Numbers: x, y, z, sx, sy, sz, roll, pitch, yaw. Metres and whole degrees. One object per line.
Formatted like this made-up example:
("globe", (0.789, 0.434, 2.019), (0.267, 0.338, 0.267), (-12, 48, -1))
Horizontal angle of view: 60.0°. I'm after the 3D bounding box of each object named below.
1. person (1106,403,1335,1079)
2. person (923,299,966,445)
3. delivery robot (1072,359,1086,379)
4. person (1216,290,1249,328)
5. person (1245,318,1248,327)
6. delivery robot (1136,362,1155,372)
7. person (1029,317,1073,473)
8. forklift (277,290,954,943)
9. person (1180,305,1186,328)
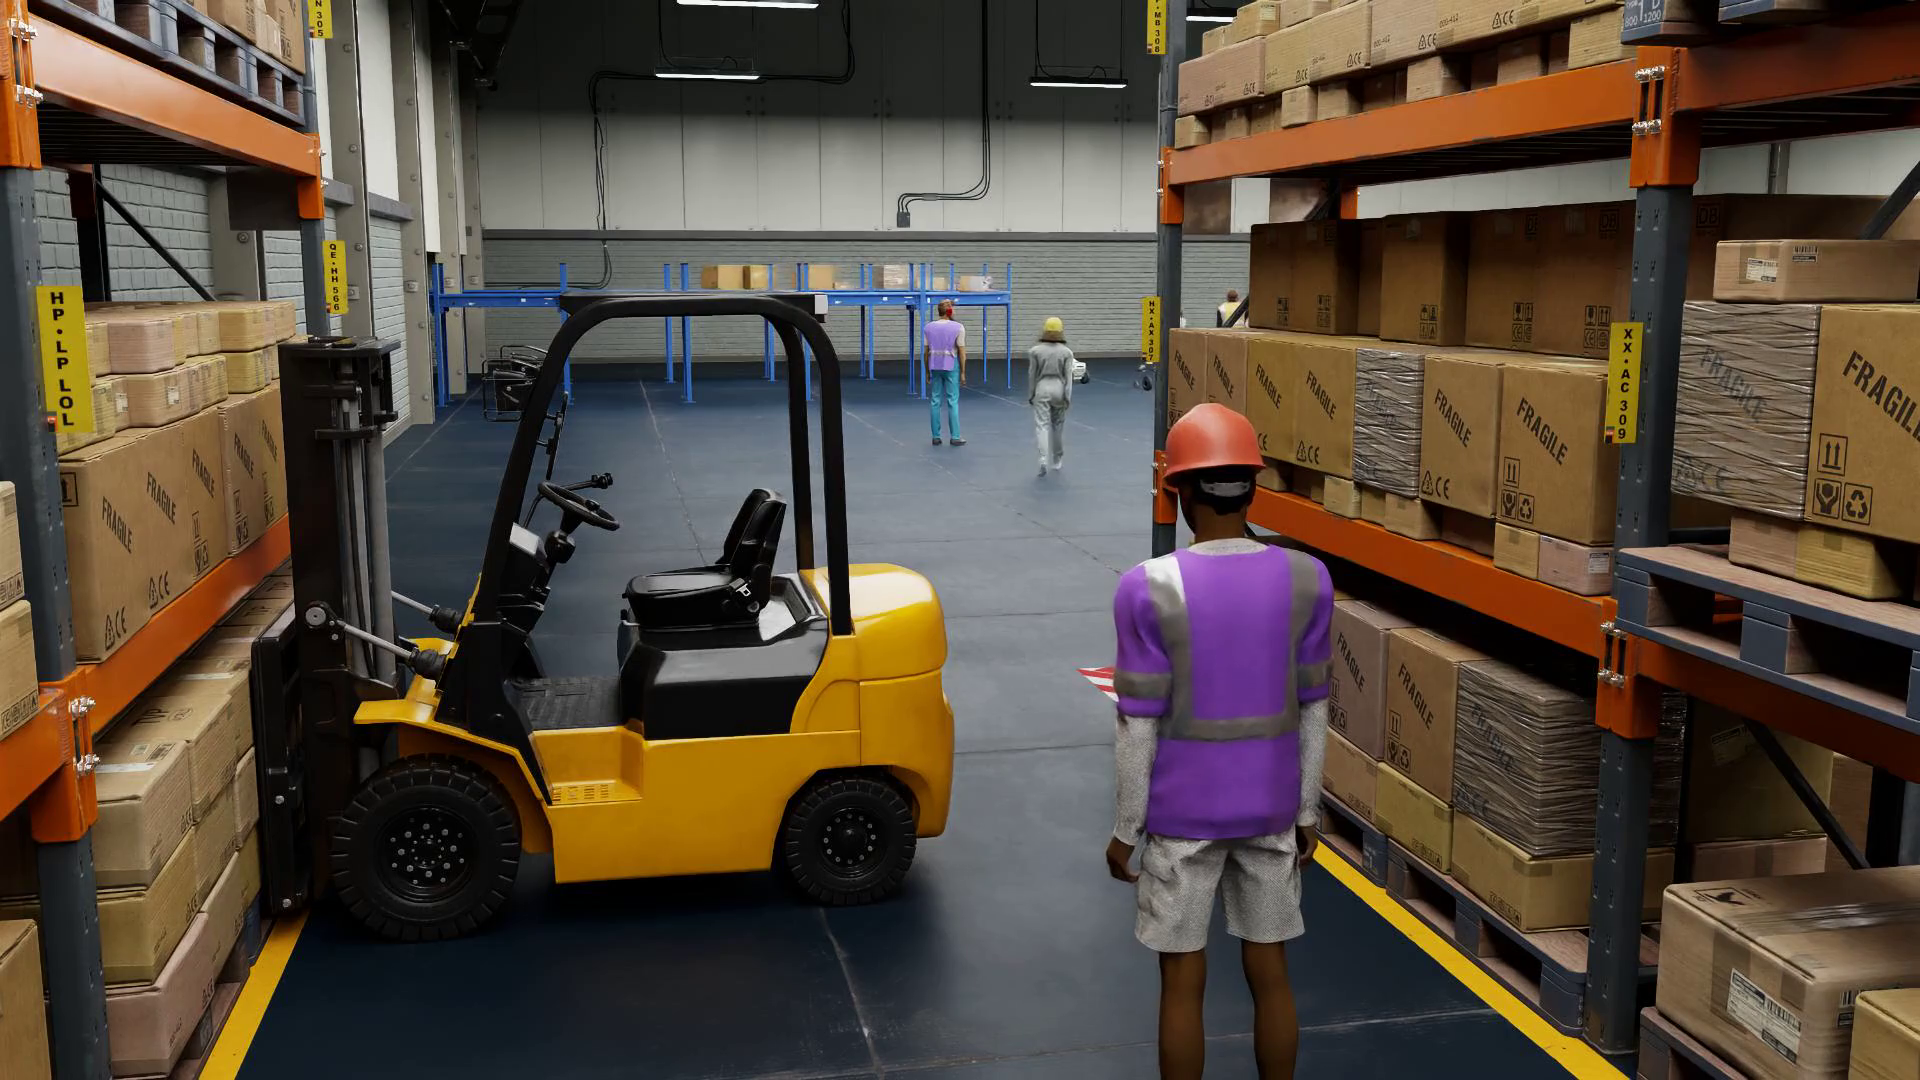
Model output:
("person", (0.610, 0.637, 4.005), (0.543, 1.928, 0.374), (-2, 10, -12))
("person", (-0.202, -2.132, 21.151), (0.564, 1.840, 0.395), (4, 10, 23))
("delivery robot", (2.131, -3.367, 32.432), (0.477, 0.478, 0.707), (-6, 11, -32))
("person", (5.345, -3.975, 32.523), (0.635, 1.791, 0.942), (2, 10, 15))
("person", (4.144, -2.462, 22.975), (0.646, 1.908, 0.405), (-6, 11, -31))
("delivery robot", (3.537, -3.241, 30.873), (0.335, 0.223, 0.698), (-5, 11, -27))
("person", (1.002, -1.606, 18.346), (0.488, 1.708, 0.842), (0, 9, 1))
("forklift", (-1.179, 0.175, 6.143), (2.313, 2.155, 1.214), (-2, 10, -12))
("person", (4.033, -3.679, 31.357), (0.498, 1.589, 0.879), (-3, 10, -20))
